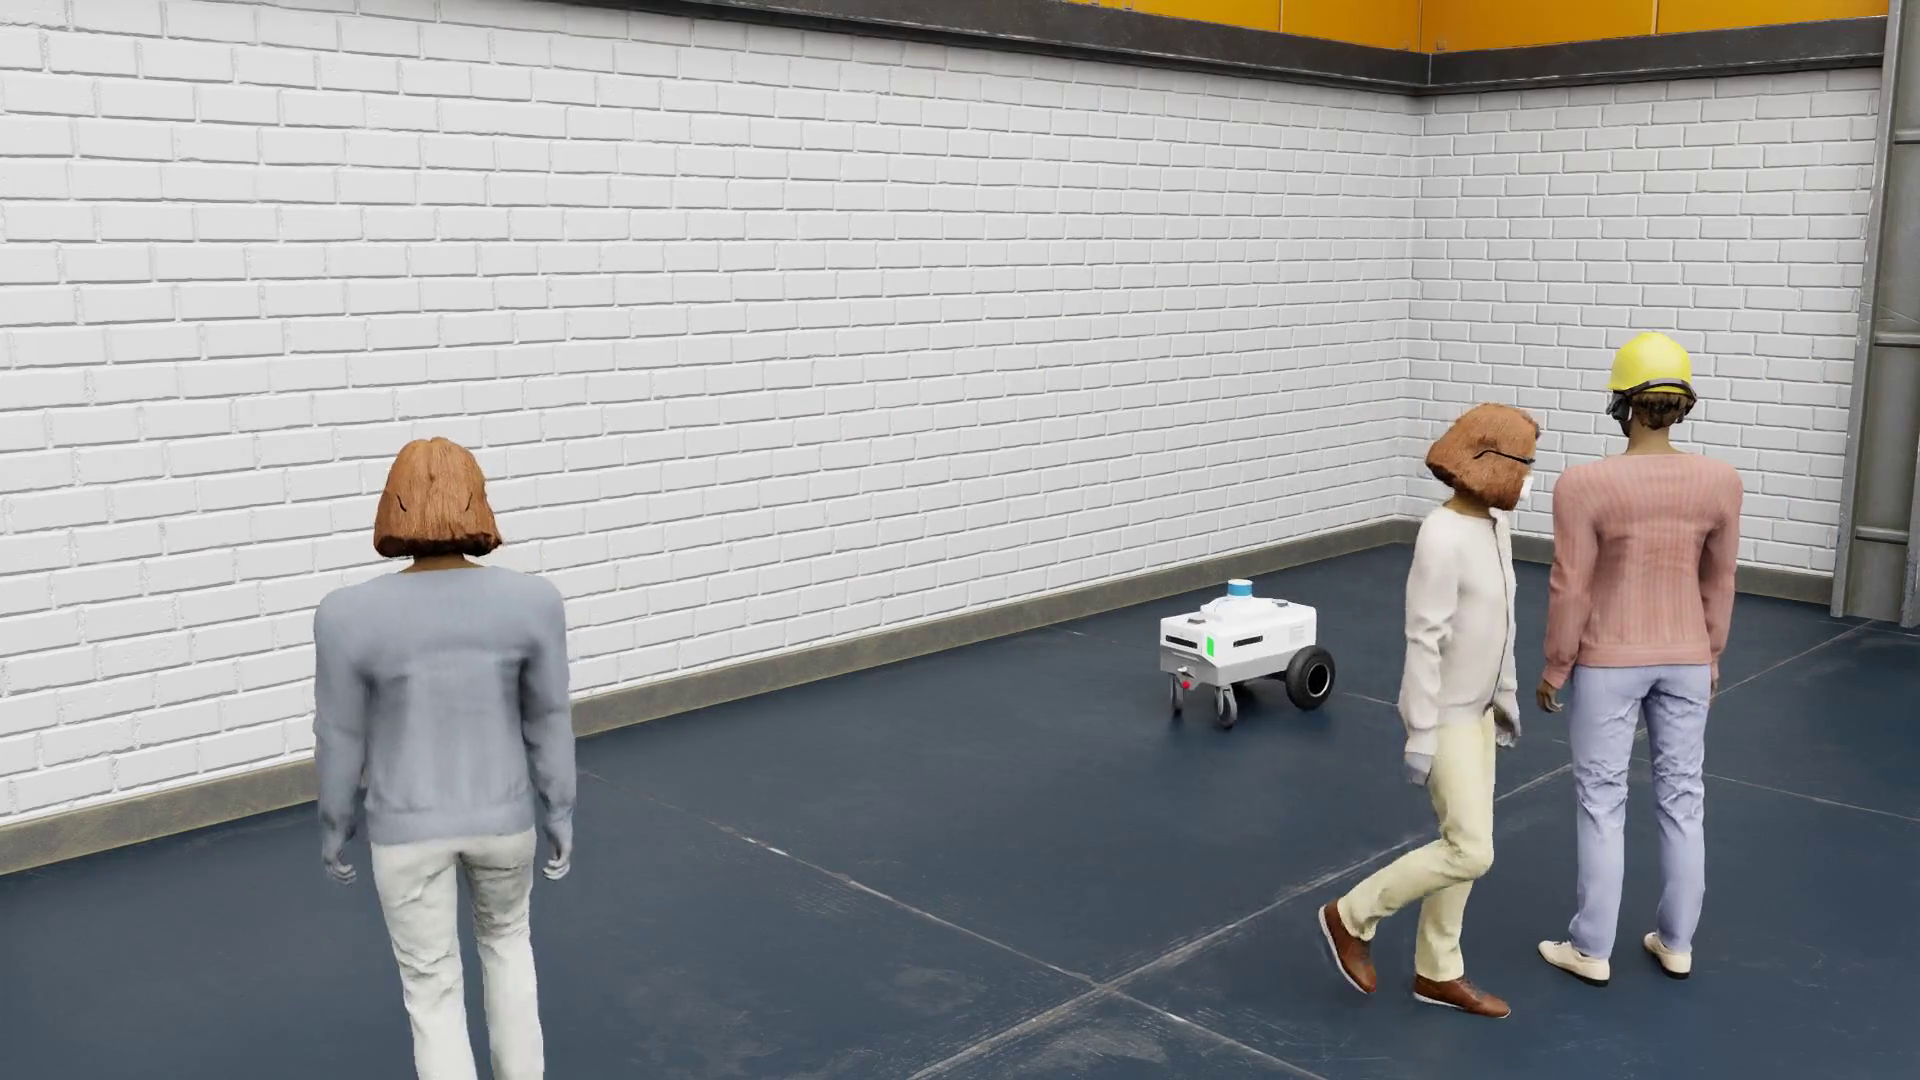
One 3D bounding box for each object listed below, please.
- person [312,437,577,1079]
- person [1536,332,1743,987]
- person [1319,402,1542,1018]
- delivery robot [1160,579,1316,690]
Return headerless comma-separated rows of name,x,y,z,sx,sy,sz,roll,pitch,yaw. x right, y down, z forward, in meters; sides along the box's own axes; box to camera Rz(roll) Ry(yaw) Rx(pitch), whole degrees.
person,-1.078,0.591,3.488,0.502,1.617,0.493,-6,12,-28
person,1.814,0.330,4.491,0.526,1.769,0.328,-1,10,-5
person,1.224,0.447,4.249,0.423,1.616,0.530,7,12,32
delivery robot,1.188,0.412,7.097,0.707,0.478,0.477,-8,13,-37
